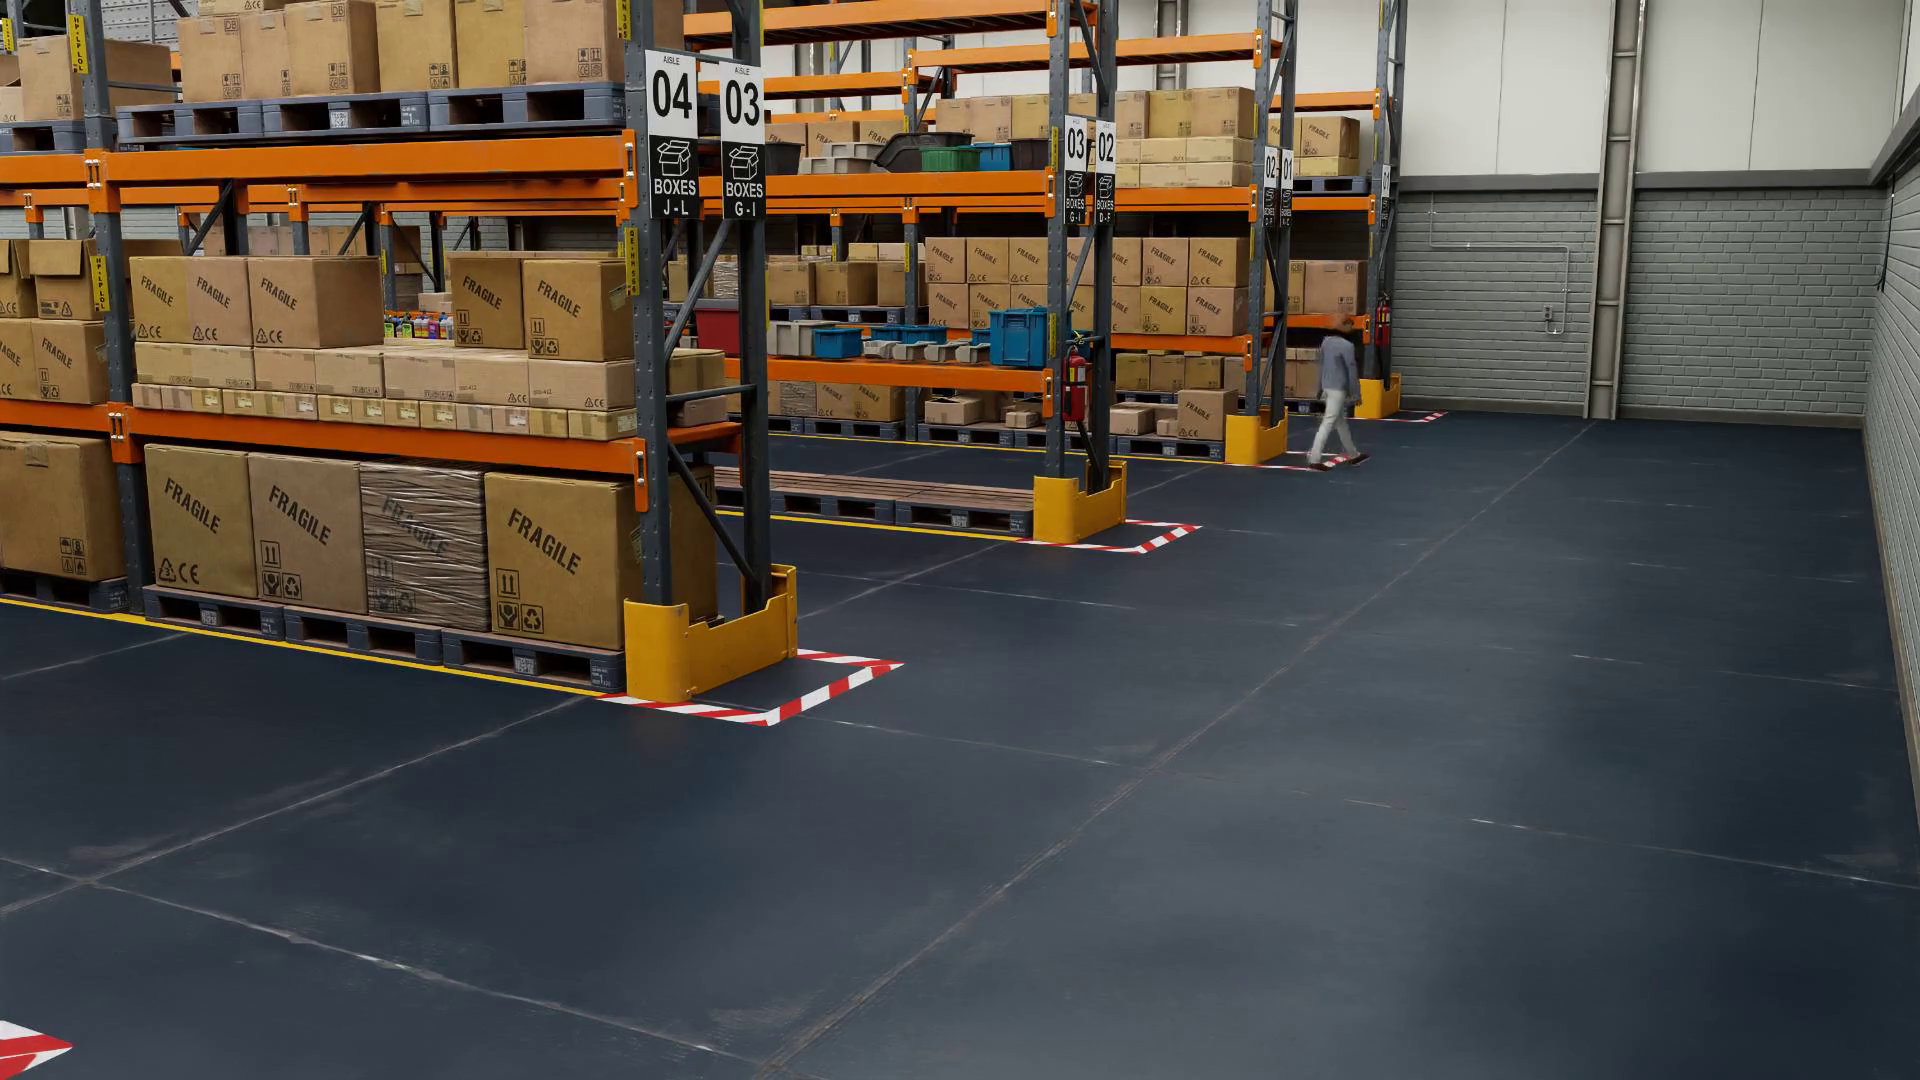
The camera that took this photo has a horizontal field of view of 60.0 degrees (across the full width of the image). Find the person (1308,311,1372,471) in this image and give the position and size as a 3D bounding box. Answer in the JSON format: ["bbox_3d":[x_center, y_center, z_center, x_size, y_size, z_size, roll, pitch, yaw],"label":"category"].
[{"bbox_3d":[3.842,-1.482,16.651,0.835,1.588,0.535,-3,11,-18],"label":"person"}]
